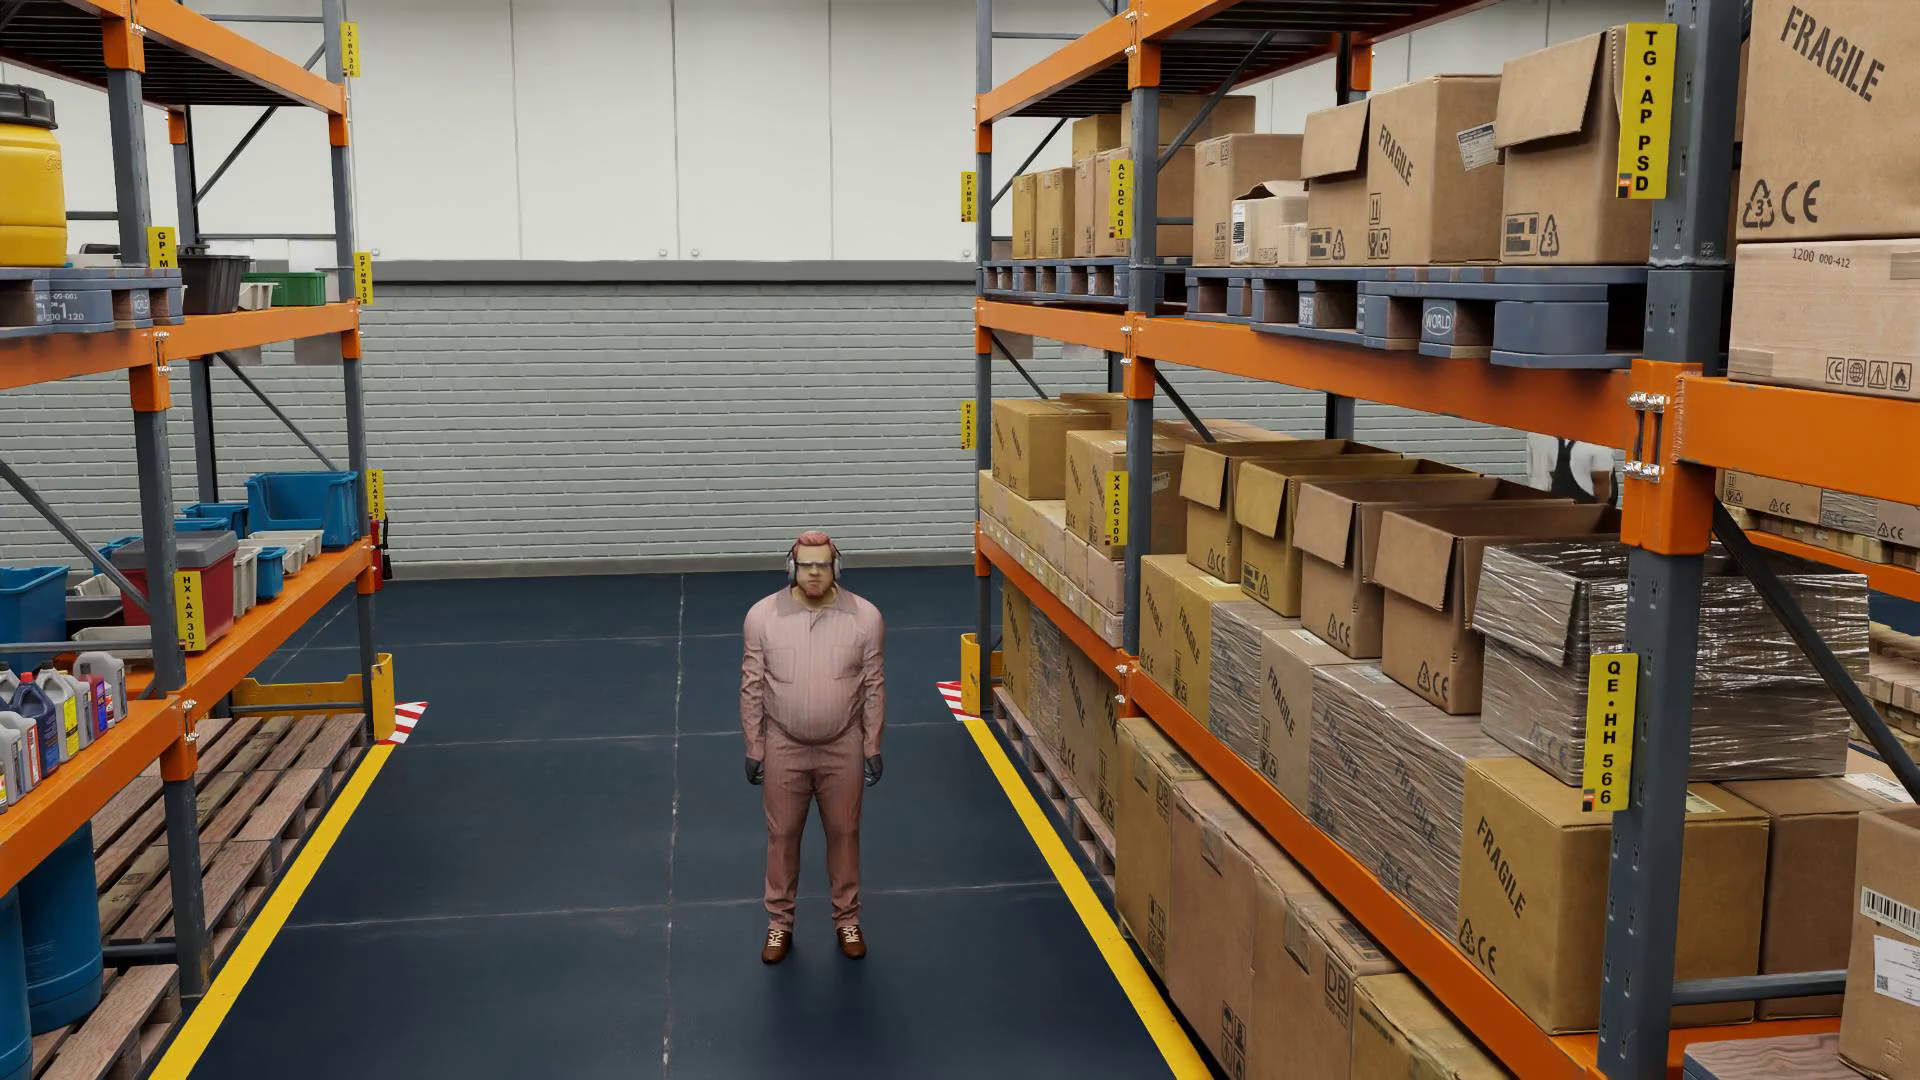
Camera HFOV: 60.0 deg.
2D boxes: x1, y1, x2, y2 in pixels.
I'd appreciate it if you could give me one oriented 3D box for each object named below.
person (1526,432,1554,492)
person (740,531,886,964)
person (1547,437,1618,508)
[{"bbox_3d":[5.461,-0.411,15.348,0.371,1.940,0.627,-2,10,-14],"label":"person"},{"bbox_3d":[-0.641,0.905,7.316,0.642,1.913,0.409,-1,9,-7],"label":"person"},{"bbox_3d":[5.338,-0.281,14.228,0.543,2.000,0.718,-3,10,-20],"label":"person"}]
